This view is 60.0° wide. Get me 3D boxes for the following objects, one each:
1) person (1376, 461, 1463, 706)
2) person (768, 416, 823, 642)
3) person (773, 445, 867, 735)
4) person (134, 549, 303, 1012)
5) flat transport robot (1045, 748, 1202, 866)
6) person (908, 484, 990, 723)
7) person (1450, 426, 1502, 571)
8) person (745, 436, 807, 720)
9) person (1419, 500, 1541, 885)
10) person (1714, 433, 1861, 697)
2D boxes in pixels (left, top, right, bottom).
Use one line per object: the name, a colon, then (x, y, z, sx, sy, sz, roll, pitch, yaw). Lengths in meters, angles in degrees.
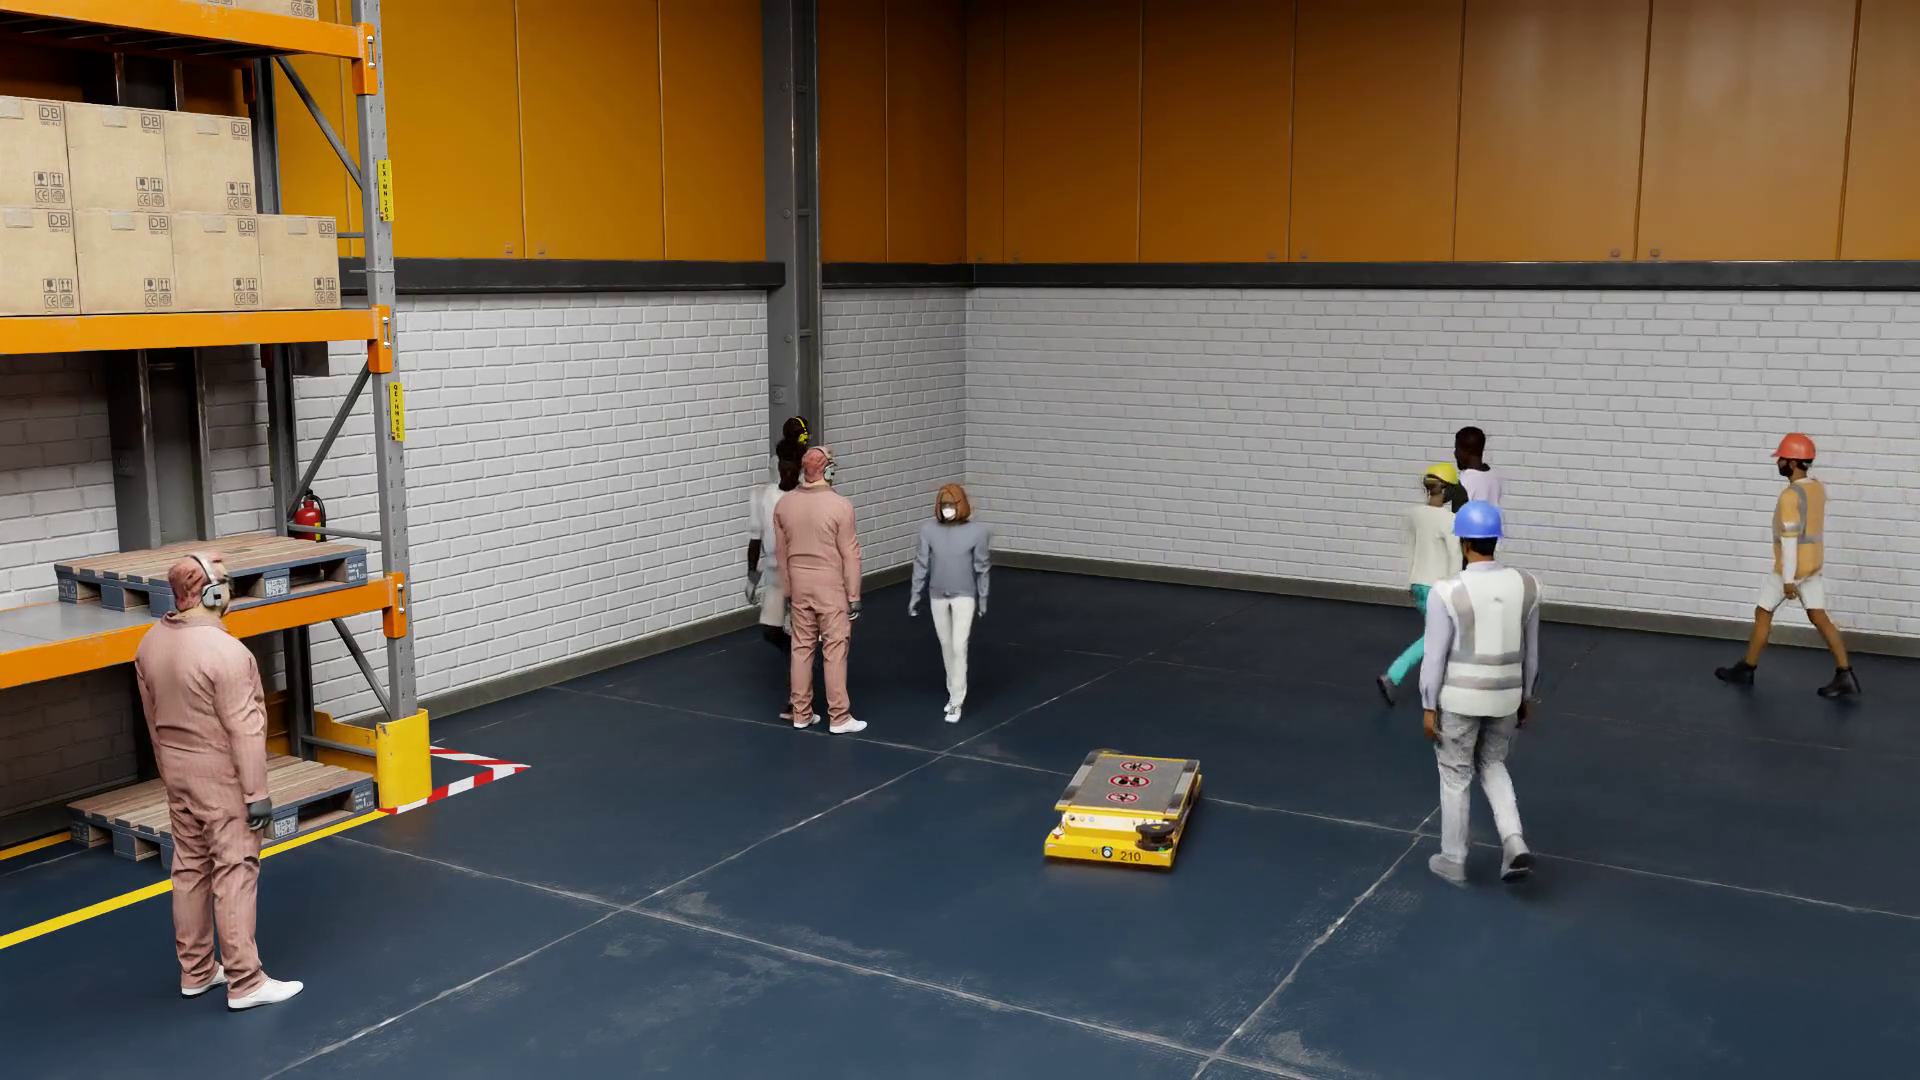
person: (3.254, 0.317, 11.623, 0.798, 1.737, 0.530, -3, 10, -21)
person: (-1.327, -0.076, 13.664, 0.508, 1.862, 0.328, 5, 11, 30)
person: (-0.904, 0.330, 10.968, 0.642, 1.913, 0.410, 5, 11, 30)
person: (-3.063, 0.986, 6.872, 0.642, 1.913, 0.410, 5, 11, 30)
flat transport robot: (0.927, 1.440, 9.139, 0.652, 0.197, 1.431, 2, 9, 14)
person: (-0.086, 0.430, 11.288, 0.504, 1.606, 0.723, 3, 10, 19)
person: (3.765, 0.106, 12.374, 0.599, 1.911, 0.495, -9, 13, -43)
person: (-1.144, 0.233, 11.476, 0.642, 1.940, 0.672, 2, 9, 12)
person: (2.539, 0.771, 8.125, 0.625, 1.936, 0.524, -2, 9, -14)
person: (6.054, 0.181, 11.978, 0.540, 1.900, 0.998, -6, 11, -33)
